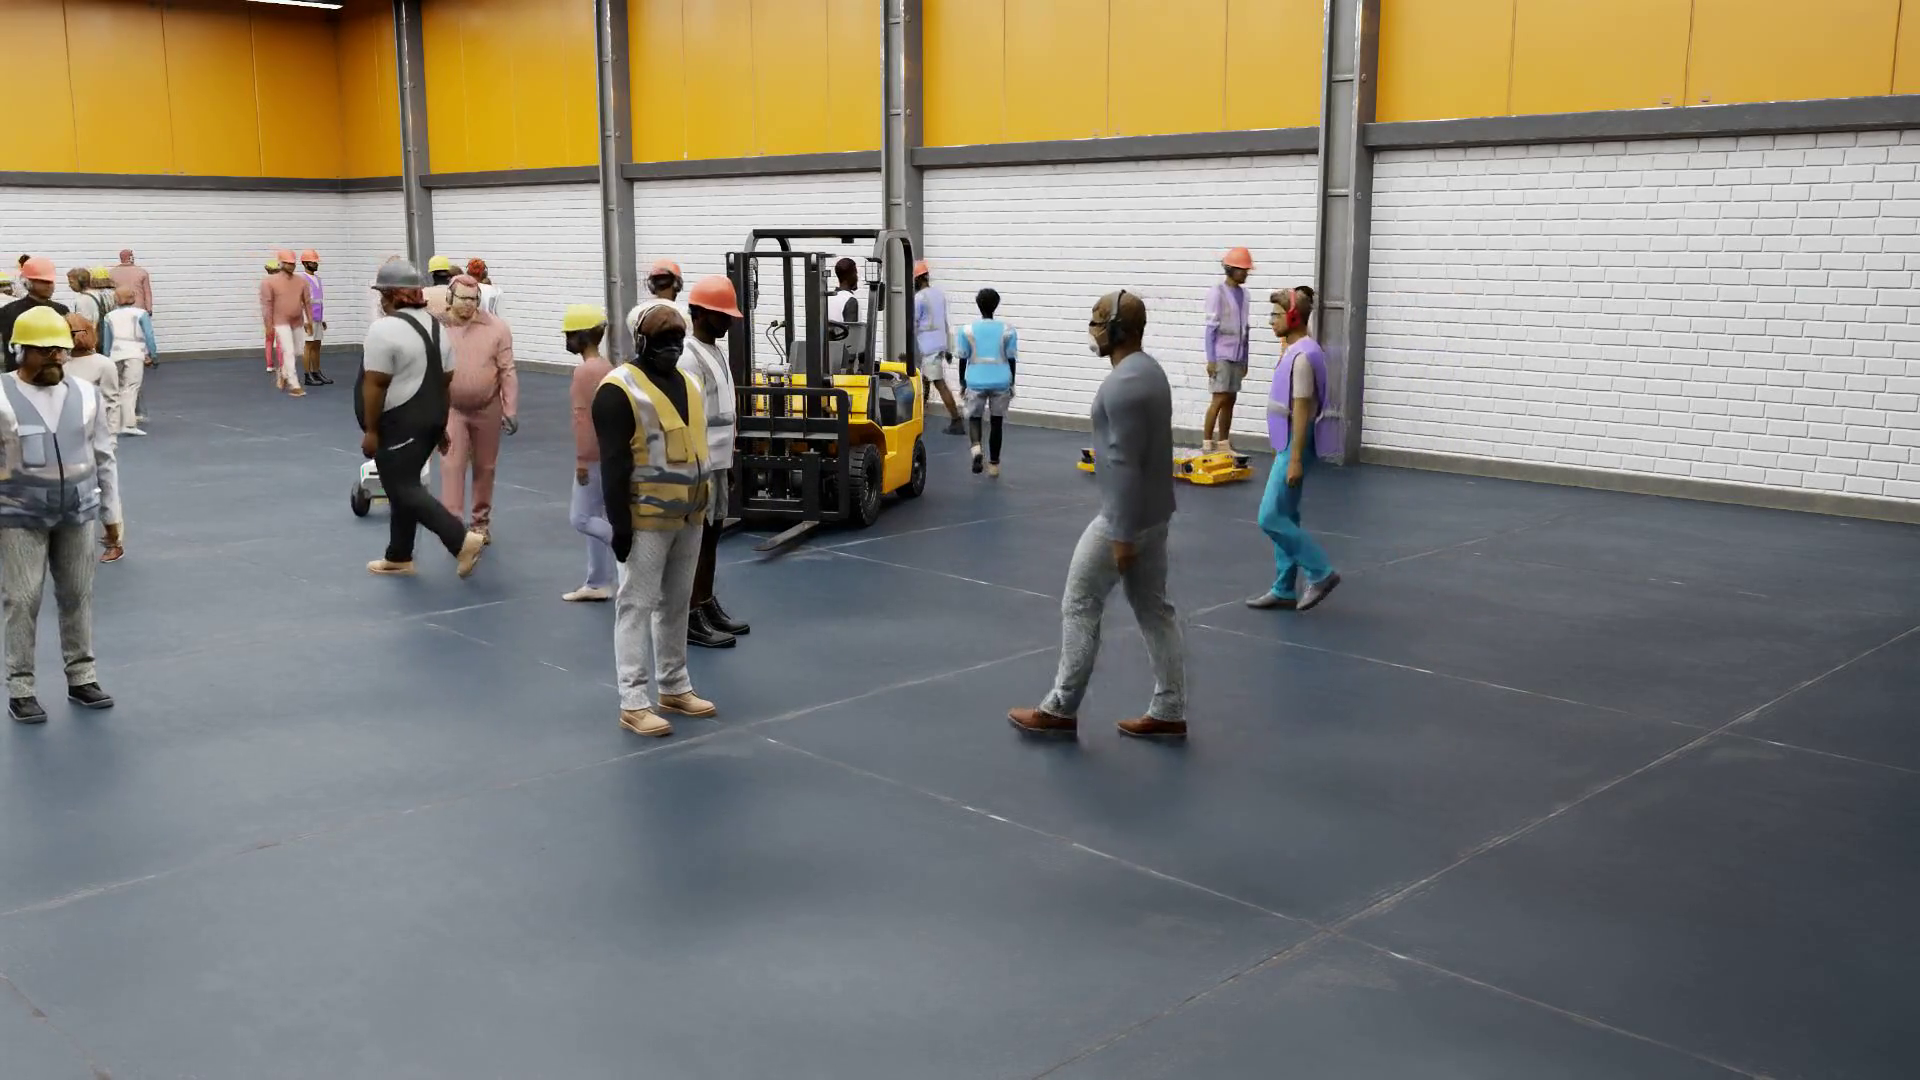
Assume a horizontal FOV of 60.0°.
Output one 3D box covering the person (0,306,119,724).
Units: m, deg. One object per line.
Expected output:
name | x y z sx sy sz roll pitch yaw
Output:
person | -4.049 -0.119 7.393 0.403 1.828 0.601 9 14 40

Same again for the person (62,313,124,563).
person | -5.725 -0.664 10.878 0.497 1.633 0.285 2 10 8

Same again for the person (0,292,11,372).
person | -9.597 -1.805 16.416 1.012 1.881 0.669 5 11 25

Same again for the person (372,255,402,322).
person | -7.732 -2.981 22.873 0.650 1.865 0.978 -4 11 -22

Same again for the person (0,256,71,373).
person | -7.060 -1.197 12.895 0.863 1.961 0.642 6 12 29

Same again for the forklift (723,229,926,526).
forklift | -1.050 -1.319 12.920 1.214 2.155 2.313 2 11 13

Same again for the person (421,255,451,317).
person | -5.464 -2.043 17.609 0.622 1.923 0.400 -5 12 -26

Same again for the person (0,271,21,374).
person | -9.612 -1.830 16.828 0.605 1.795 0.764 -7 12 -33

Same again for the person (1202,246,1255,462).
person | 2.515 -1.714 15.536 0.631 2.031 0.442 -10 14 -43

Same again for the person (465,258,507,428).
person | -5.282 -2.153 18.314 0.576 1.881 0.352 -2 11 -13

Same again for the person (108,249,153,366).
person | -13.492 -3.771 27.082 0.643 1.905 0.399 -3 11 -17

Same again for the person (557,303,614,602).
person | -2.041 -0.483 9.552 0.528 1.746 0.532 0 10 1

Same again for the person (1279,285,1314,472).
person | 2.989 -1.414 14.810 0.318 1.691 0.532 4 11 19

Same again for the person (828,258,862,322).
person | -1.079 -1.693 15.761 0.403 1.934 0.599 -5 11 -25

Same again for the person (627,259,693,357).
person | -2.208 -1.111 12.475 0.623 1.970 1.037 3 11 16

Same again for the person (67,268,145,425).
person | -9.659 -2.144 18.577 1.013 1.779 0.532 1 10 5

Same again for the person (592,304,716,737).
person | -1.286 -0.092 7.198 0.430 1.840 0.626 6 12 30

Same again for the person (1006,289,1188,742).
person | 0.585 -0.086 6.986 0.882 1.903 0.657 4 11 19

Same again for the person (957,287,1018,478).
person | 0.243 -1.358 14.546 0.535 1.684 0.449 0 10 0

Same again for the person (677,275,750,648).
person | -1.299 -0.410 8.690 0.368 1.929 0.542 2 11 9

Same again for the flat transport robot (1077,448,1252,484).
flat transport robot | 1.806 -0.693 14.751 1.431 0.197 0.652 9 14 40

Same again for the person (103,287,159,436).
person | -8.968 -1.919 17.883 0.564 1.577 0.765 1 10 7

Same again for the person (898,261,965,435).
person | -0.355 -2.054 17.859 0.982 1.855 0.568 5 12 27

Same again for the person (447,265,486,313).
person | -5.436 -2.074 18.062 0.632 1.825 0.560 -2 11 -10

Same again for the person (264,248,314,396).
person | -9.030 -2.923 22.309 0.801 1.969 0.618 9 14 40

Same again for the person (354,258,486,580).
person | -3.338 -0.749 10.230 0.866 2.000 0.678 2 11 13

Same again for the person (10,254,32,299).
person | -13.836 -3.325 24.787 0.550 1.853 0.710 -6 12 -28

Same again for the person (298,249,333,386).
person | -9.219 -3.171 23.720 0.362 1.938 0.545 2 10 8

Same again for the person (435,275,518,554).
person | -3.296 -0.837 11.213 0.632 1.862 0.895 -4 11 -22

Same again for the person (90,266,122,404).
person | -10.828 -2.590 21.082 0.484 1.744 0.295 -3 11 -16

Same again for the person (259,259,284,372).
person | -10.649 -3.486 25.910 0.533 1.765 0.330 5 11 25

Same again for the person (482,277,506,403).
person | -6.007 -2.537 21.089 0.498 1.633 0.283 -2 11 -12

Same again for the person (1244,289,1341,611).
person | 1.868 -0.484 9.342 0.431 1.830 0.604 1 10 7

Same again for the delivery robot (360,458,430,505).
delivery robot | -4.358 -0.534 12.853 0.477 0.478 0.707 0 10 -1
